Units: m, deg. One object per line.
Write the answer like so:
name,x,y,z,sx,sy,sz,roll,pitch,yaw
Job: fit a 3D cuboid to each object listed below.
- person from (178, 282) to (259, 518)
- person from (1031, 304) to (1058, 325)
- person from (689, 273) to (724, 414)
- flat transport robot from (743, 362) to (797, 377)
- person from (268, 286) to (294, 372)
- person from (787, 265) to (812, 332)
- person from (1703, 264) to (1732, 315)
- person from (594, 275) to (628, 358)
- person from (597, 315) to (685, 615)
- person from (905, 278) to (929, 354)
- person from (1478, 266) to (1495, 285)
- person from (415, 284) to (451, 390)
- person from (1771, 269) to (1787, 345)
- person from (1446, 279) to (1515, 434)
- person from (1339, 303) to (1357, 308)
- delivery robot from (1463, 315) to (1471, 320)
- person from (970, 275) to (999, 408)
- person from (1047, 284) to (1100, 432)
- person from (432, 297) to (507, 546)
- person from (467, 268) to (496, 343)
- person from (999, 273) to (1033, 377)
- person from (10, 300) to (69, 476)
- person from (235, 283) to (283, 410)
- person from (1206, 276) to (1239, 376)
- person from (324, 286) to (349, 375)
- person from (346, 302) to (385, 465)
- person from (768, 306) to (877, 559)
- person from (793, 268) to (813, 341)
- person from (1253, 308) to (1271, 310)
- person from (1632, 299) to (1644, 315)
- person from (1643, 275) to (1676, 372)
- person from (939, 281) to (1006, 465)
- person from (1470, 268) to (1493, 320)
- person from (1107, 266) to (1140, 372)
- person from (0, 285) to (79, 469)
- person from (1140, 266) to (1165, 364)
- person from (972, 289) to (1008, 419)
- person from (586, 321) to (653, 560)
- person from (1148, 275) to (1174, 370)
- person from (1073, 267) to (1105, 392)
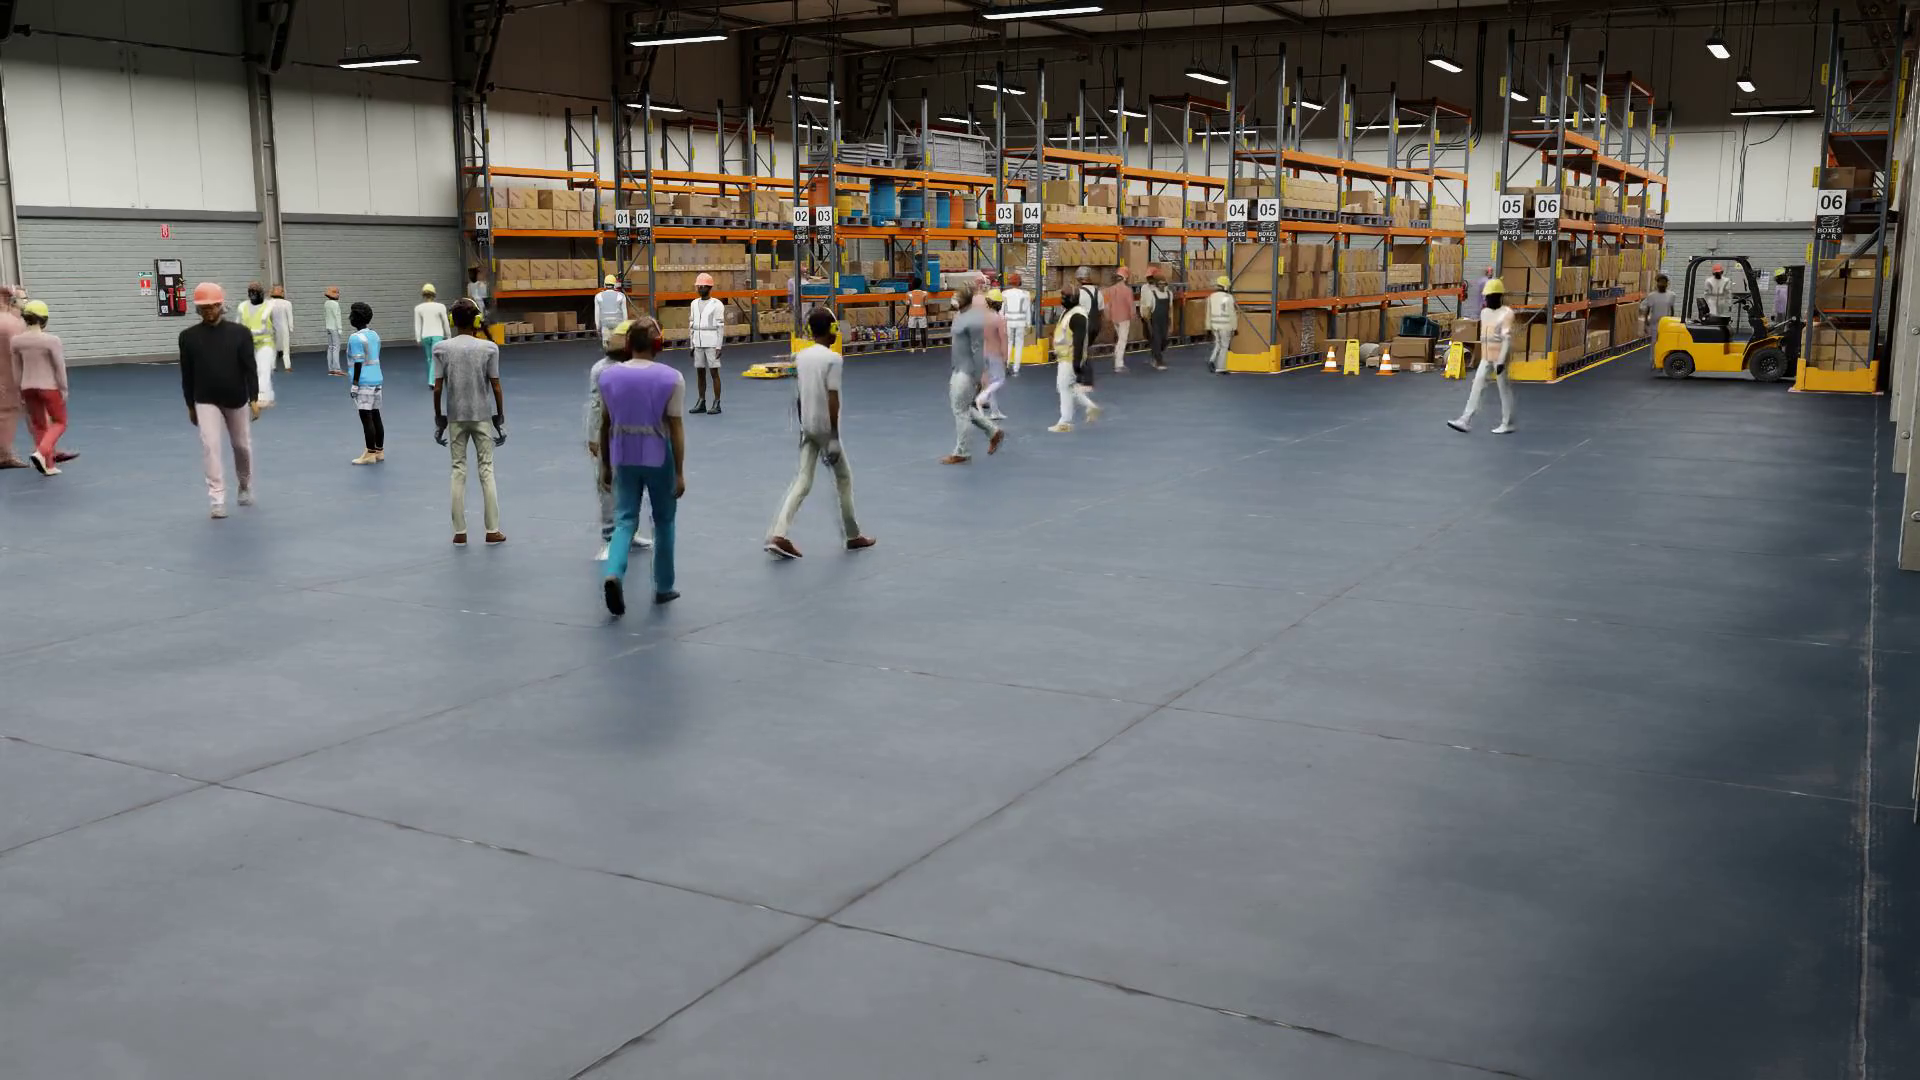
person,-6.272,-1.207,14.130,0.605,1.968,0.930,-4,10,-21
person,1.912,-5.209,37.669,0.625,1.934,0.363,0,10,2
person,-3.511,-2.705,22.964,0.545,1.942,0.354,5,11,27
flat transport robot,-3.249,-3.094,30.130,0.652,0.197,1.431,5,11,29
person,-12.803,-3.964,31.277,0.499,1.626,0.300,0,10,-3
person,-3.856,-5.687,40.277,0.638,1.978,1.025,-2,10,-12
person,19.506,-6.112,42.842,0.664,1.984,1.081,3,10,17
person,-6.428,-3.971,30.692,0.590,1.835,0.404,-1,10,-5
person,-1.956,-0.459,10.179,0.578,1.817,0.812,2,10,10
person,-0.957,-5.015,37.202,0.535,1.697,0.322,-1,10,-6
person,14.708,-6.686,46.374,0.558,1.913,0.781,6,11,32
person,-8.659,-3.338,27.287,0.530,1.728,0.857,1,10,7
person,18.394,-5.086,37.119,0.383,1.877,0.702,-2,10,-10
person,6.425,-2.217,20.260,0.944,1.880,0.617,-4,10,-22
person,9.857,-6.026,42.486,0.546,1.920,0.401,5,11,26
delivery robot,13.831,-5.918,45.557,0.707,0.478,0.477,-1,10,-9
person,0.326,-2.841,23.867,0.407,1.905,0.655,-4,10,-22
person,1.410,-2.239,20.561,0.605,1.830,0.640,-1,10,-7
person,-3.693,-0.886,12.528,0.537,1.869,0.314,-2,10,-9
person,-11.464,-5.532,39.603,0.623,1.924,0.997,8,13,39
person,1.017,-3.885,30.081,0.580,1.870,0.414,3,10,16
person,-9.028,-1.469,16.277,0.537,1.749,0.602,1,10,4
person,-10.023,-2.754,23.708,0.643,1.788,0.975,2,10,9
person,4.795,-3.895,30.297,0.422,1.818,0.595,-7,12,-37
person,-11.446,-3.827,30.436,0.497,1.633,0.288,10,14,44
person,-6.229,-1.636,17.413,0.318,1.700,0.536,0,10,3
person,-1.042,-0.781,12.071,0.535,1.823,0.977,9,13,42
person,-3.608,-5.386,38.764,0.405,1.906,0.653,-7,12,-34
person,7.281,-5.474,40.113,0.517,1.617,0.606,6,12,33
person,17.878,-6.097,43.744,0.549,1.619,0.535,8,13,40
person,13.247,-4.102,31.519,0.535,1.823,0.983,4,10,20
person,0.134,-1.740,17.378,0.669,1.924,0.632,-3,10,-14
person,14.188,-6.506,45.500,0.871,1.862,0.676,2,10,14
person,3.122,-4.150,31.323,0.561,1.977,0.631,-7,12,-34
person,-9.560,-1.679,17.136,0.883,1.873,0.679,-6,11,-32
person,3.946,-4.579,33.849,0.633,1.972,0.612,9,13,42
person,0.393,-2.440,21.993,0.616,1.747,0.527,-8,13,-41
person,-2.465,-0.722,12.065,0.346,1.707,0.612,7,12,36
person,3.805,-4.157,31.853,0.544,1.816,0.610,-3,10,-17
person,1.889,-3.419,26.859,0.918,2.000,0.687,9,13,43
